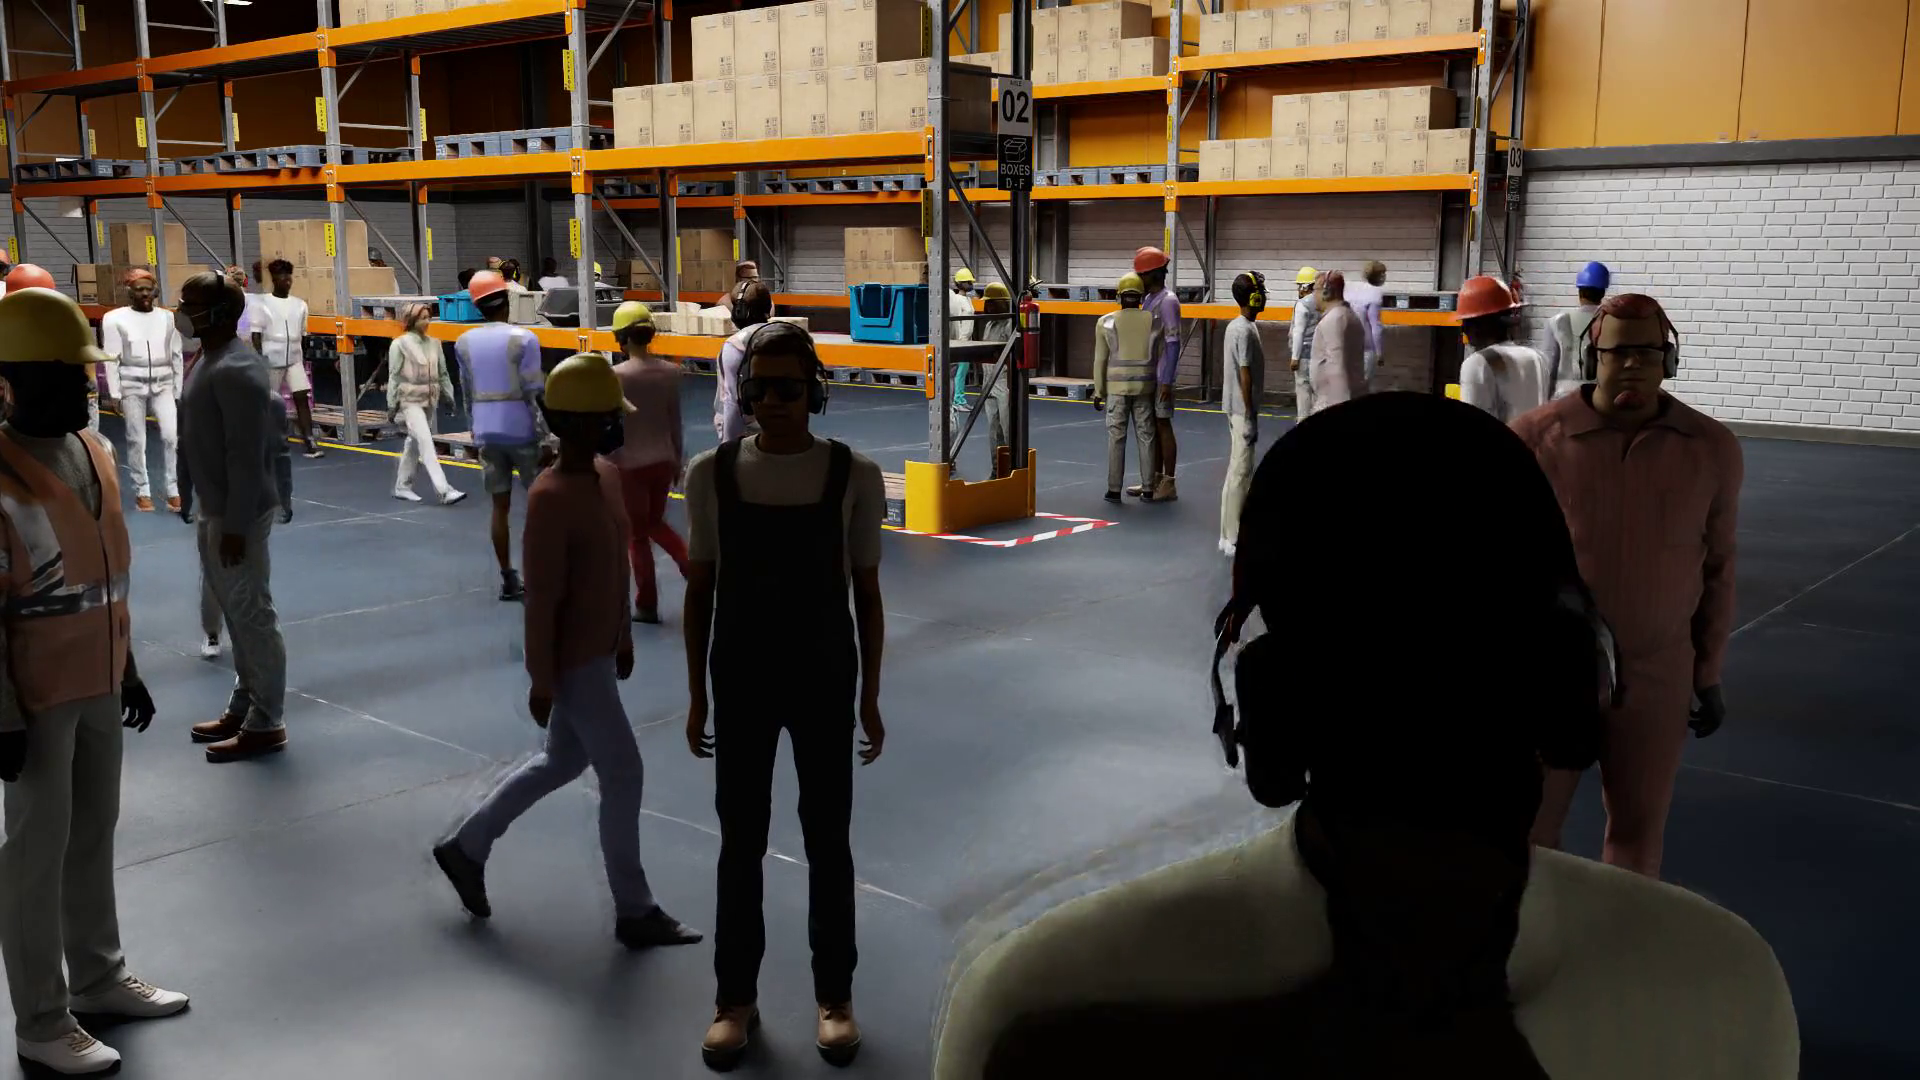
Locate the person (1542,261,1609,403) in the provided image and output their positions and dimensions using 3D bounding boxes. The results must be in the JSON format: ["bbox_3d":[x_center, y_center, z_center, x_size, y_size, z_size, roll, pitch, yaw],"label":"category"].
[{"bbox_3d":[4.137,-0.869,11.031,0.636,1.930,0.428,1,10,5],"label":"person"}]

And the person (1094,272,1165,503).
[{"bbox_3d":[1.349,-1.205,13.230,0.595,1.831,0.403,-1,10,-5],"label":"person"}]

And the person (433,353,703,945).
[{"bbox_3d":[-1.192,0.319,4.861,0.823,1.735,0.533,1,10,6],"label":"person"}]

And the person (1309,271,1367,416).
[{"bbox_3d":[2.682,-1.032,12.196,1.015,1.846,0.663,6,11,29],"label":"person"}]

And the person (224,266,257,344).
[{"bbox_3d":[-7.250,-1.837,16.795,0.376,1.844,0.573,8,13,39],"label":"person"}]

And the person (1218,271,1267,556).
[{"bbox_3d":[1.889,-0.825,10.950,0.316,1.875,0.531,0,10,1],"label":"person"}]

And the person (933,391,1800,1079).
[{"bbox_3d":[0.263,0.844,1.218,0.628,1.961,0.579,-1,10,-7],"label":"person"}]

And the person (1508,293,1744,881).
[{"bbox_3d":[1.685,0.320,4.340,0.641,1.909,0.409,2,10,9],"label":"person"}]

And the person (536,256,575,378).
[{"bbox_3d":[-6.285,-3.449,25.890,0.656,1.874,0.603,8,13,38],"label":"person"}]

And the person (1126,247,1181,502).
[{"bbox_3d":[1.544,-1.319,13.321,0.405,2.030,0.611,-2,10,-11],"label":"person"}]

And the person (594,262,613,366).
[{"bbox_3d":[-5.104,-2.978,23.328,0.590,1.833,0.404,-4,11,-24],"label":"person"}]

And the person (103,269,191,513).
[{"bbox_3d":[-6.159,-1.111,12.641,0.594,1.856,0.814,-8,13,-39],"label":"person"}]

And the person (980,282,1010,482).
[{"bbox_3d":[0.320,-1.268,13.847,0.324,1.743,0.490,-5,11,-28],"label":"person"}]

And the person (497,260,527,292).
[{"bbox_3d":[-5.705,-2.600,21.069,0.328,1.872,0.510,9,14,42],"label":"person"}]

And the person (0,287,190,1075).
[{"bbox_3d":[-2.232,0.343,4.151,0.366,1.927,0.585,1,10,5],"label":"person"}]

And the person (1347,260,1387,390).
[{"bbox_3d":[4.388,-2.094,18.120,0.420,1.897,0.690,-3,10,-15],"label":"person"}]

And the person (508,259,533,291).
[{"bbox_3d":[-7.590,-3.868,28.374,0.632,1.843,0.429,-3,10,-16],"label":"person"}]

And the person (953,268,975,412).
[{"bbox_3d":[0.048,-2.471,20.623,0.309,1.772,0.525,3,10,16],"label":"person"}]

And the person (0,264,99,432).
[{"bbox_3d":[-4.897,-0.499,8.914,0.543,1.939,0.356,-1,10,-6],"label":"person"}]

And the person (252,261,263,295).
[{"bbox_3d":[-8.866,-2.675,21.538,0.346,1.865,0.708,-9,13,-42],"label":"person"}]

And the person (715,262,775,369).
[{"bbox_3d":[-1.938,-1.592,15.275,0.635,1.899,0.397,-9,13,-41],"label":"person"}]

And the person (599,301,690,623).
[{"bbox_3d":[-1.666,-0.400,8.915,0.482,1.749,0.520,7,12,33],"label":"person"}]

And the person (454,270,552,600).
[{"bbox_3d":[-2.632,-0.606,9.640,0.591,1.898,0.469,2,10,12],"label":"person"}]

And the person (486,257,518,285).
[{"bbox_3d":[-6.243,-2.853,22.418,0.641,1.905,0.410,0,10,-1],"label":"person"}]

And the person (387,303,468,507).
[{"bbox_3d":[-4.220,-1.060,13.102,0.888,1.589,0.536,5,11,25],"label":"person"}]

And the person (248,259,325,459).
[{"bbox_3d":[-6.583,-1.756,16.136,0.616,1.928,0.965,-10,14,-43],"label":"person"}]

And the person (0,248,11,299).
[{"bbox_3d":[-8.968,-1.724,15.587,0.613,2.041,0.393,-8,13,-39],"label":"person"}]

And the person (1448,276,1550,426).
[{"bbox_3d":[2.464,-0.254,7.655,0.654,1.887,0.784,-8,13,-38],"label":"person"}]

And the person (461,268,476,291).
[{"bbox_3d":[-9.325,-4.383,31.898,0.501,1.633,0.282,-9,13,-41],"label":"person"}]

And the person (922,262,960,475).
[{"bbox_3d":[-0.176,-1.541,14.842,0.372,1.941,0.627,1,10,8],"label":"person"}]

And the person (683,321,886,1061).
[{"bbox_3d":[-0.435,0.385,4.145,0.505,1.846,0.346,0,10,-2],"label":"person"}]

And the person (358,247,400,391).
[{"bbox_3d":[-8.344,-3.146,23.692,0.677,2.000,0.536,5,11,27],"label":"person"}]

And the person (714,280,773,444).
[{"bbox_3d":[-1.172,-0.543,9.439,0.429,1.843,0.633,5,11,25],"label":"person"}]

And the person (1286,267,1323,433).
[{"bbox_3d":[3.721,-2.002,17.818,0.404,1.824,0.586,8,13,38],"label":"person"}]

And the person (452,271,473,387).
[{"bbox_3d":[-7.156,-3.070,24.250,0.531,1.693,0.320,-6,11,-29],"label":"person"}]

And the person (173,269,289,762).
[{"bbox_3d":[-2.913,-0.098,6.633,0.372,1.940,0.632,-6,12,-32],"label":"person"}]

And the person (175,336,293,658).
[{"bbox_3d":[-3.570,-0.211,8.205,0.516,1.610,0.455,-5,11,-27],"label":"person"}]

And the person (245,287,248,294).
[{"bbox_3d":[-9.633,-2.673,22.268,0.508,1.603,0.730,-6,12,-30],"label":"person"}]
